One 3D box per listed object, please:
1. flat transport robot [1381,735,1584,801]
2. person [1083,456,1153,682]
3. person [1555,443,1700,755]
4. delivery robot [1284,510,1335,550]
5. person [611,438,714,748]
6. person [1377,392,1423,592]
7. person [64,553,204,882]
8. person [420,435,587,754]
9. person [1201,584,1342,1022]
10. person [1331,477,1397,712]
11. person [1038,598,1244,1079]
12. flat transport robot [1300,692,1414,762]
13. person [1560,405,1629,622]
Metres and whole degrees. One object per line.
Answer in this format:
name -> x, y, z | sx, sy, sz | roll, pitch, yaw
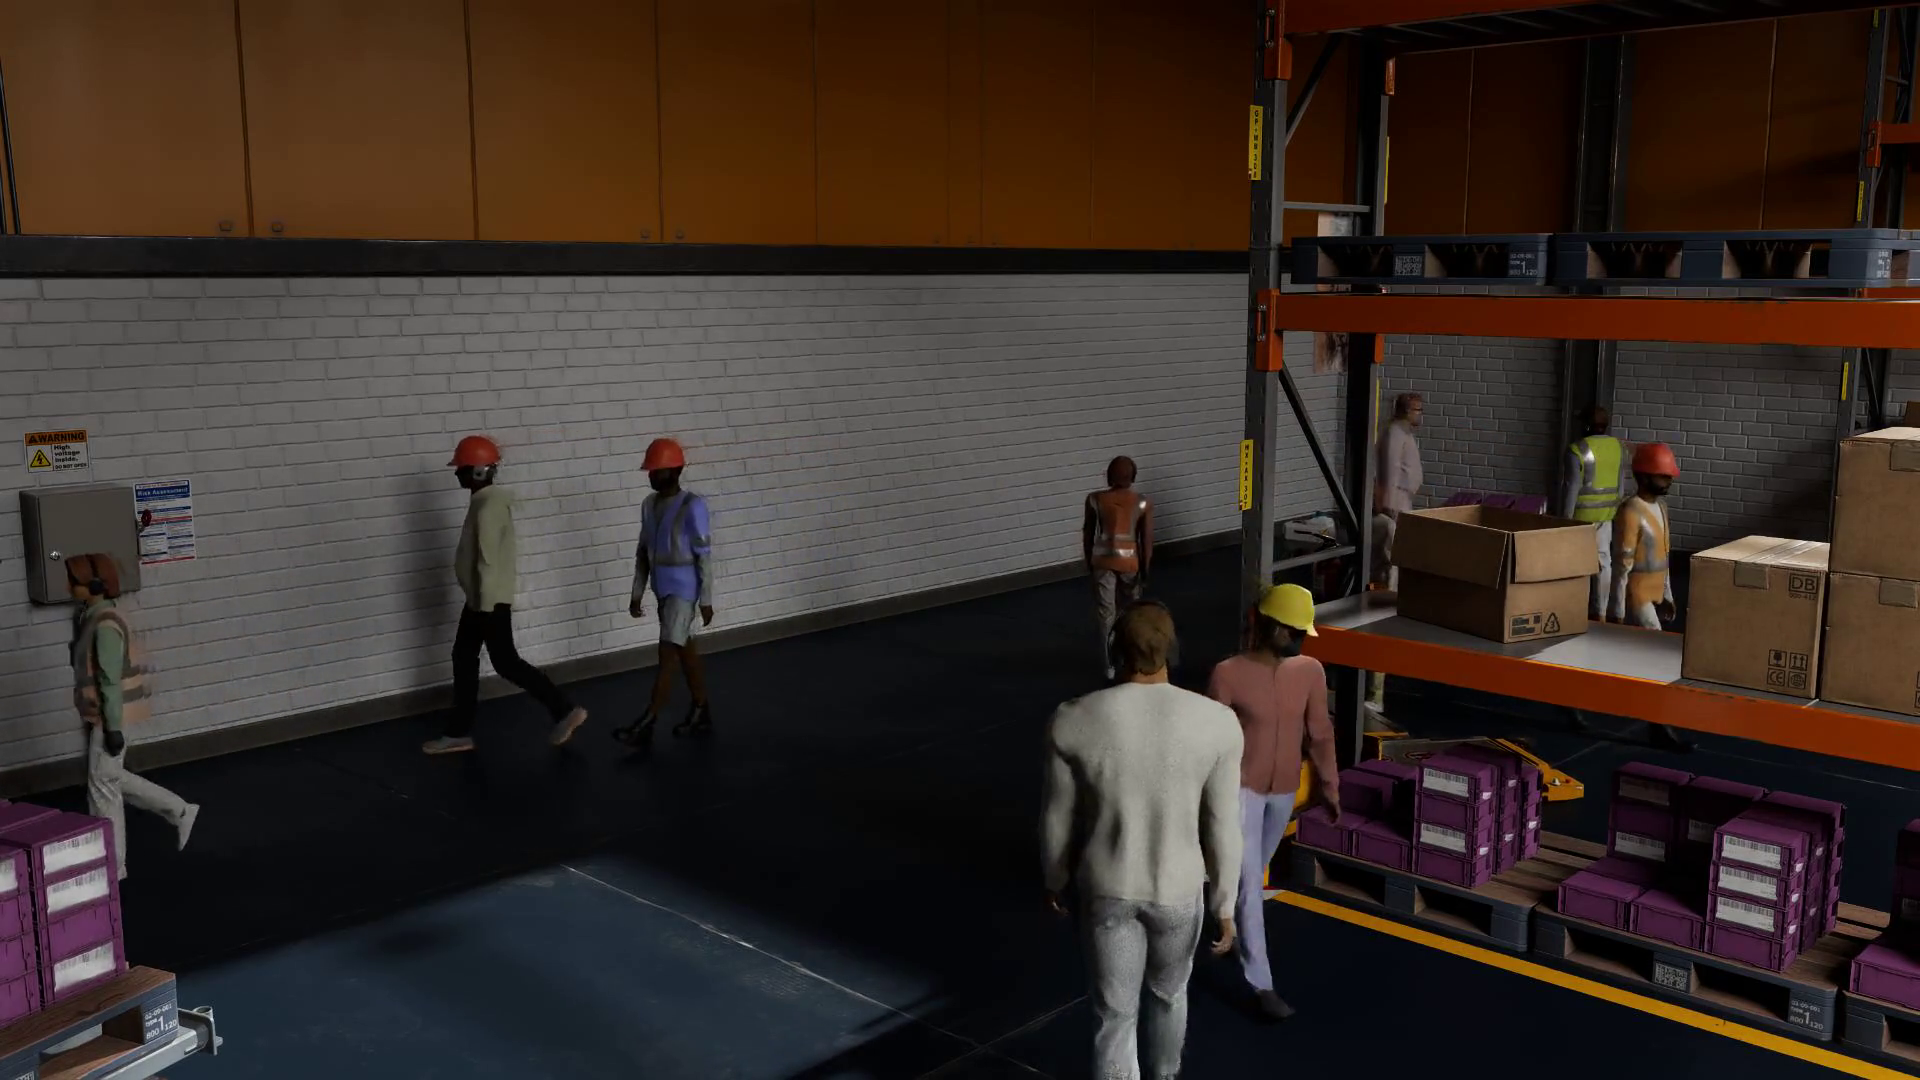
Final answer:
flat transport robot -> 2.681, 1.301, 9.347 | 1.431, 0.197, 0.652 | -2, 9, -10
person -> 1.150, 0.188, 12.129 | 0.515, 1.594, 0.835 | 1, 9, 8
person -> 4.146, 0.329, 10.321 | 0.914, 1.910, 0.549 | 7, 12, 38
delivery robot -> 3.587, -0.058, 16.523 | 0.707, 0.478, 0.477 | 7, 12, 37
person -> -1.883, 0.333, 10.287 | 0.570, 1.900, 0.909 | 9, 13, 44
person -> 3.764, -0.363, 14.628 | 0.589, 1.880, 0.658 | 4, 10, 22
person -> -4.015, 0.846, 8.000 | 0.547, 1.618, 0.528 | -5, 11, -29
person -> -2.795, 0.335, 10.111 | 0.929, 1.966, 0.622 | -3, 10, -17
person -> 1.239, 1.016, 6.718 | 0.530, 1.701, 0.912 | -4, 10, -21
person -> 2.665, 0.358, 11.029 | 0.330, 1.620, 0.560 | -7, 12, -38
person -> 0.585, 1.116, 5.503 | 0.644, 1.896, 0.950 | 0, 9, 2
flat transport robot -> 2.222, 1.145, 10.301 | 0.652, 0.197, 1.431 | -2, 9, -10
person -> 5.161, -0.189, 13.683 | 0.633, 1.843, 0.429 | -4, 10, -24
